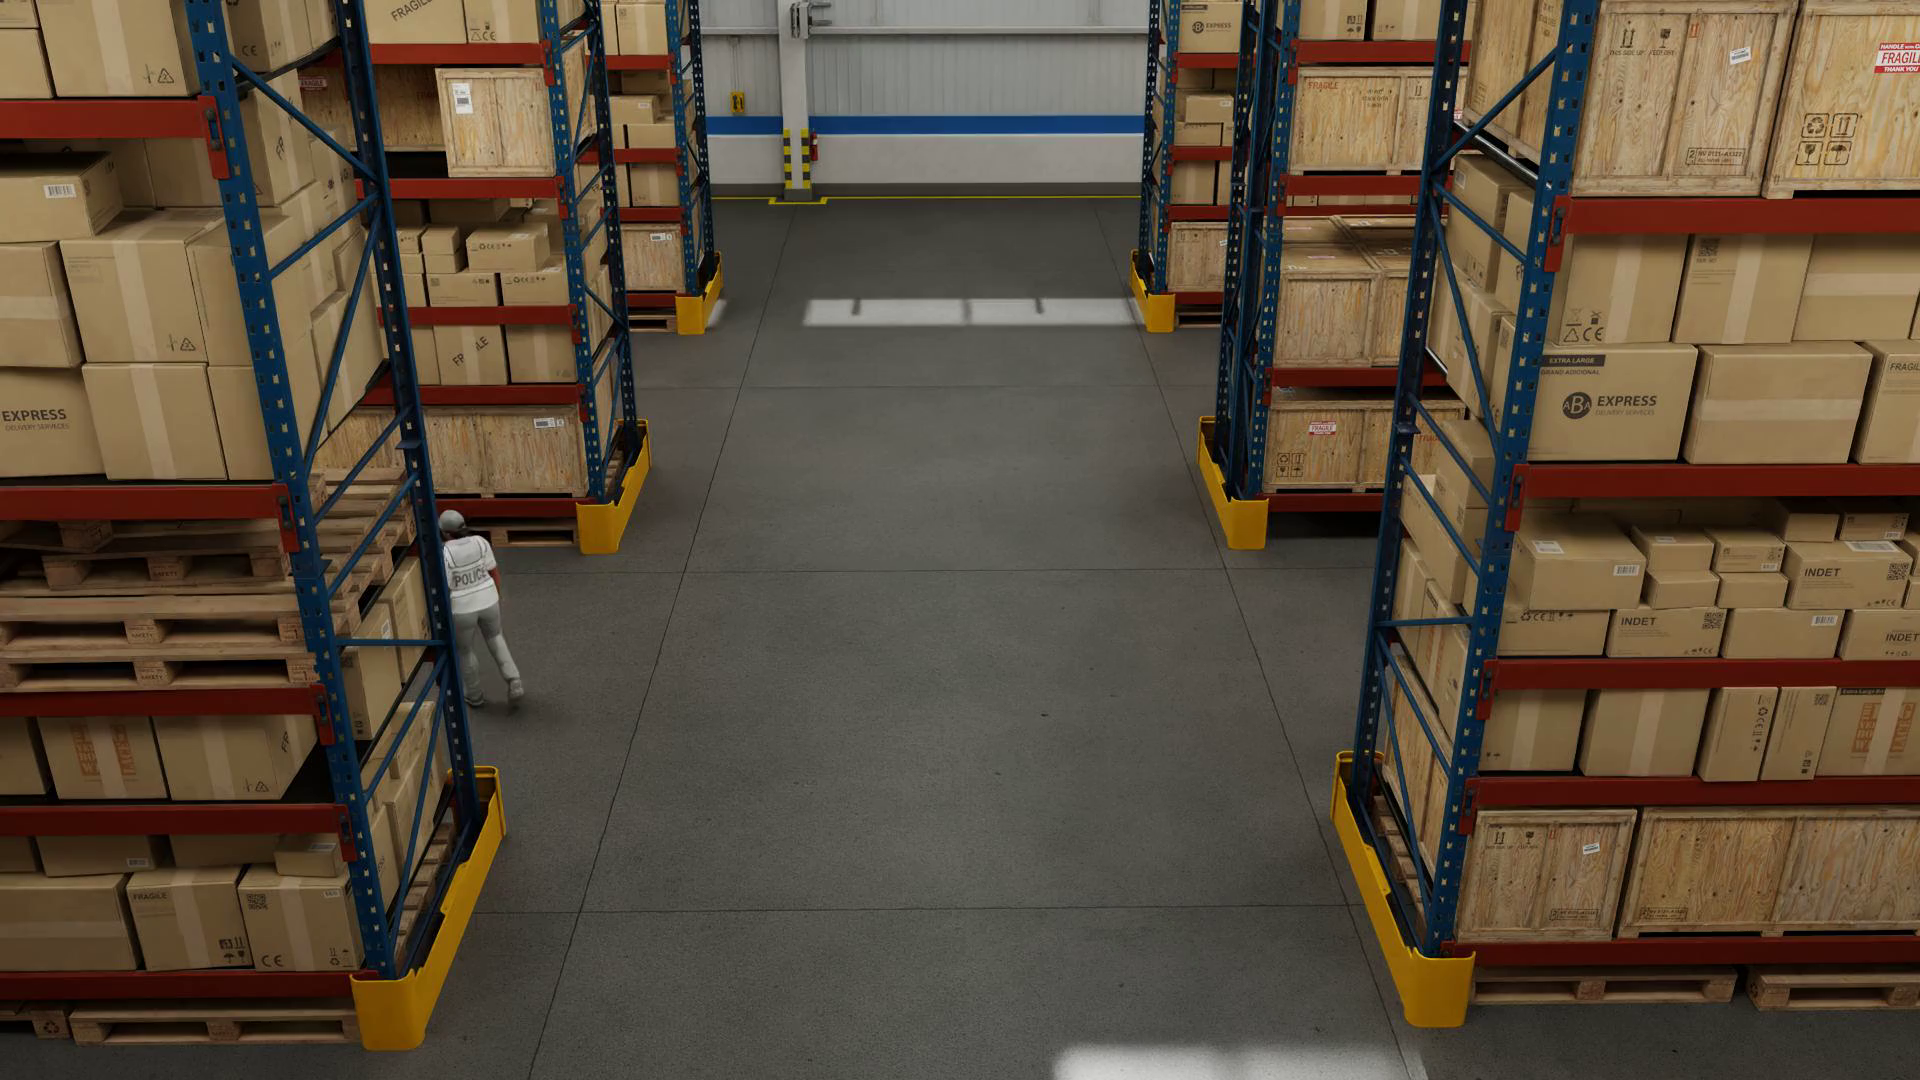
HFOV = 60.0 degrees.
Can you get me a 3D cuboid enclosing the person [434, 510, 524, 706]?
[{"bbox_3d":[-3.747,0.541,12.811,0.514,1.662,0.588,-21,32,-37],"label":"person"}]
